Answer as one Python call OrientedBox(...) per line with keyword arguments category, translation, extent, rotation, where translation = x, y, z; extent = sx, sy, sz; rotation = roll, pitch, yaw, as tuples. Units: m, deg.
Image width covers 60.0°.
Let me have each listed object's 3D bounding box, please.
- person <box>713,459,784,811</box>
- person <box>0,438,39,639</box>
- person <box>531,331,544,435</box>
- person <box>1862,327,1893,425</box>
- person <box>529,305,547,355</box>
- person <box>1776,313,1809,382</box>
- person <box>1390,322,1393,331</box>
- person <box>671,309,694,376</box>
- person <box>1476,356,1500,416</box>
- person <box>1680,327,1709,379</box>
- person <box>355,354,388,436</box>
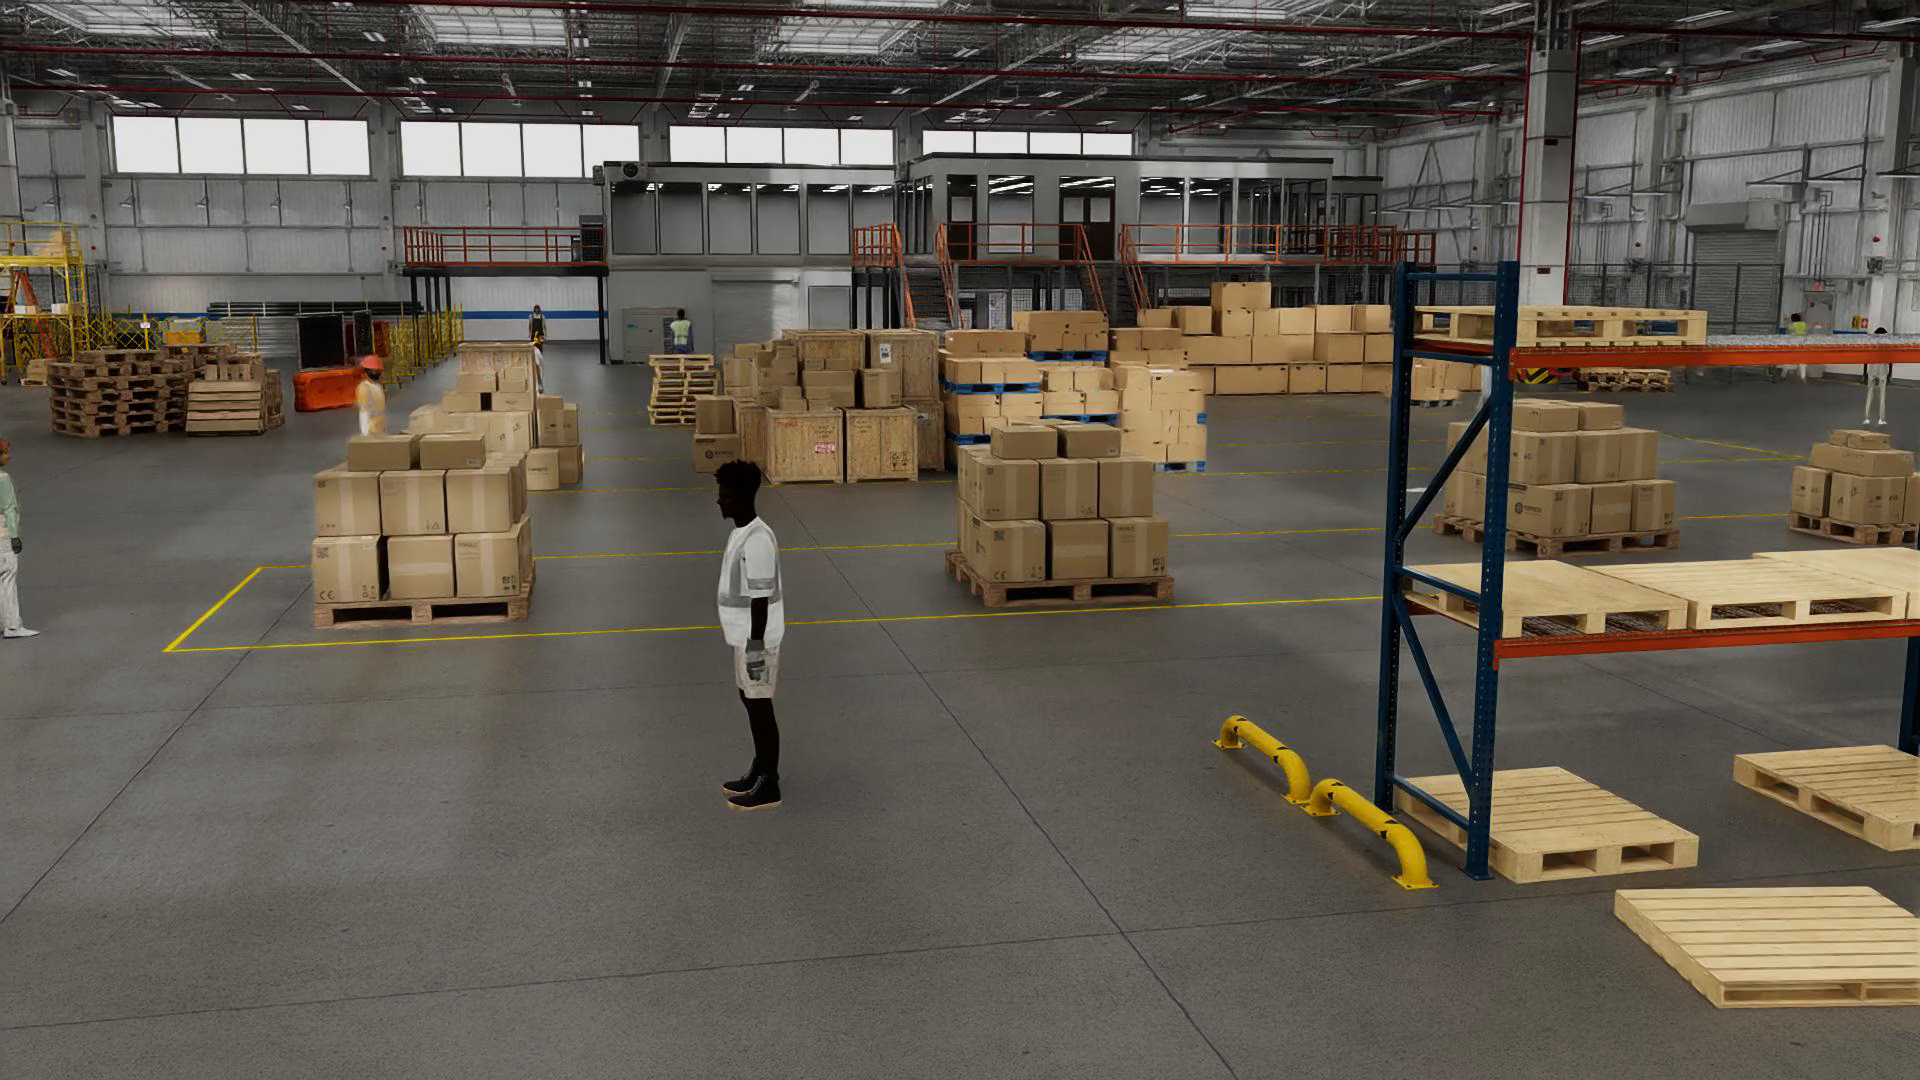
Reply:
OrientedBox(category="person", translation=(-1.165, 0.523, 9.251), extent=(0.371, 1.960, 0.608), rotation=(-3, 10, -16))
OrientedBox(category="person", translation=(-7.792, -0.016, 13.498), extent=(0.514, 1.639, 0.310), rotation=(6, 11, 34))
OrientedBox(category="person", translation=(-7.595, -2.823, 29.931), extent=(0.335, 1.864, 0.521), rotation=(-4, 10, -25))
OrientedBox(category="person", translation=(17.539, -3.127, 31.782), extent=(0.512, 1.864, 0.325), rotation=(6, 11, 32))
OrientedBox(category="person", translation=(-13.378, -6.530, 52.696), extent=(0.542, 1.802, 0.927), rotation=(-3, 10, -17))
OrientedBox(category="person", translation=(21.897, -5.046, 43.708), extent=(0.676, 1.787, 0.940), rotation=(-1, 9, -7))
OrientedBox(category="person", translation=(10.989, -4.993, 42.814), extent=(0.761, 1.976, 0.623), rotation=(-2, 10, -12))
OrientedBox(category="person", translation=(-7.400, -5.203, 44.306), extent=(0.616, 1.903, 0.456), rotation=(1, 9, 7))
OrientedBox(category="person", translation=(8.969, -2.474, 27.875), extent=(0.583, 1.849, 0.944), rotation=(-4, 10, -23))
OrientedBox(category="person", translation=(19.849, -5.242, 44.795), extent=(0.648, 1.824, 0.632), rotation=(6, 11, 34))
OrientedBox(category="person", translation=(-7.551, -1.420, 21.243), extent=(0.848, 1.911, 0.555), rotation=(2, 9, 10))
